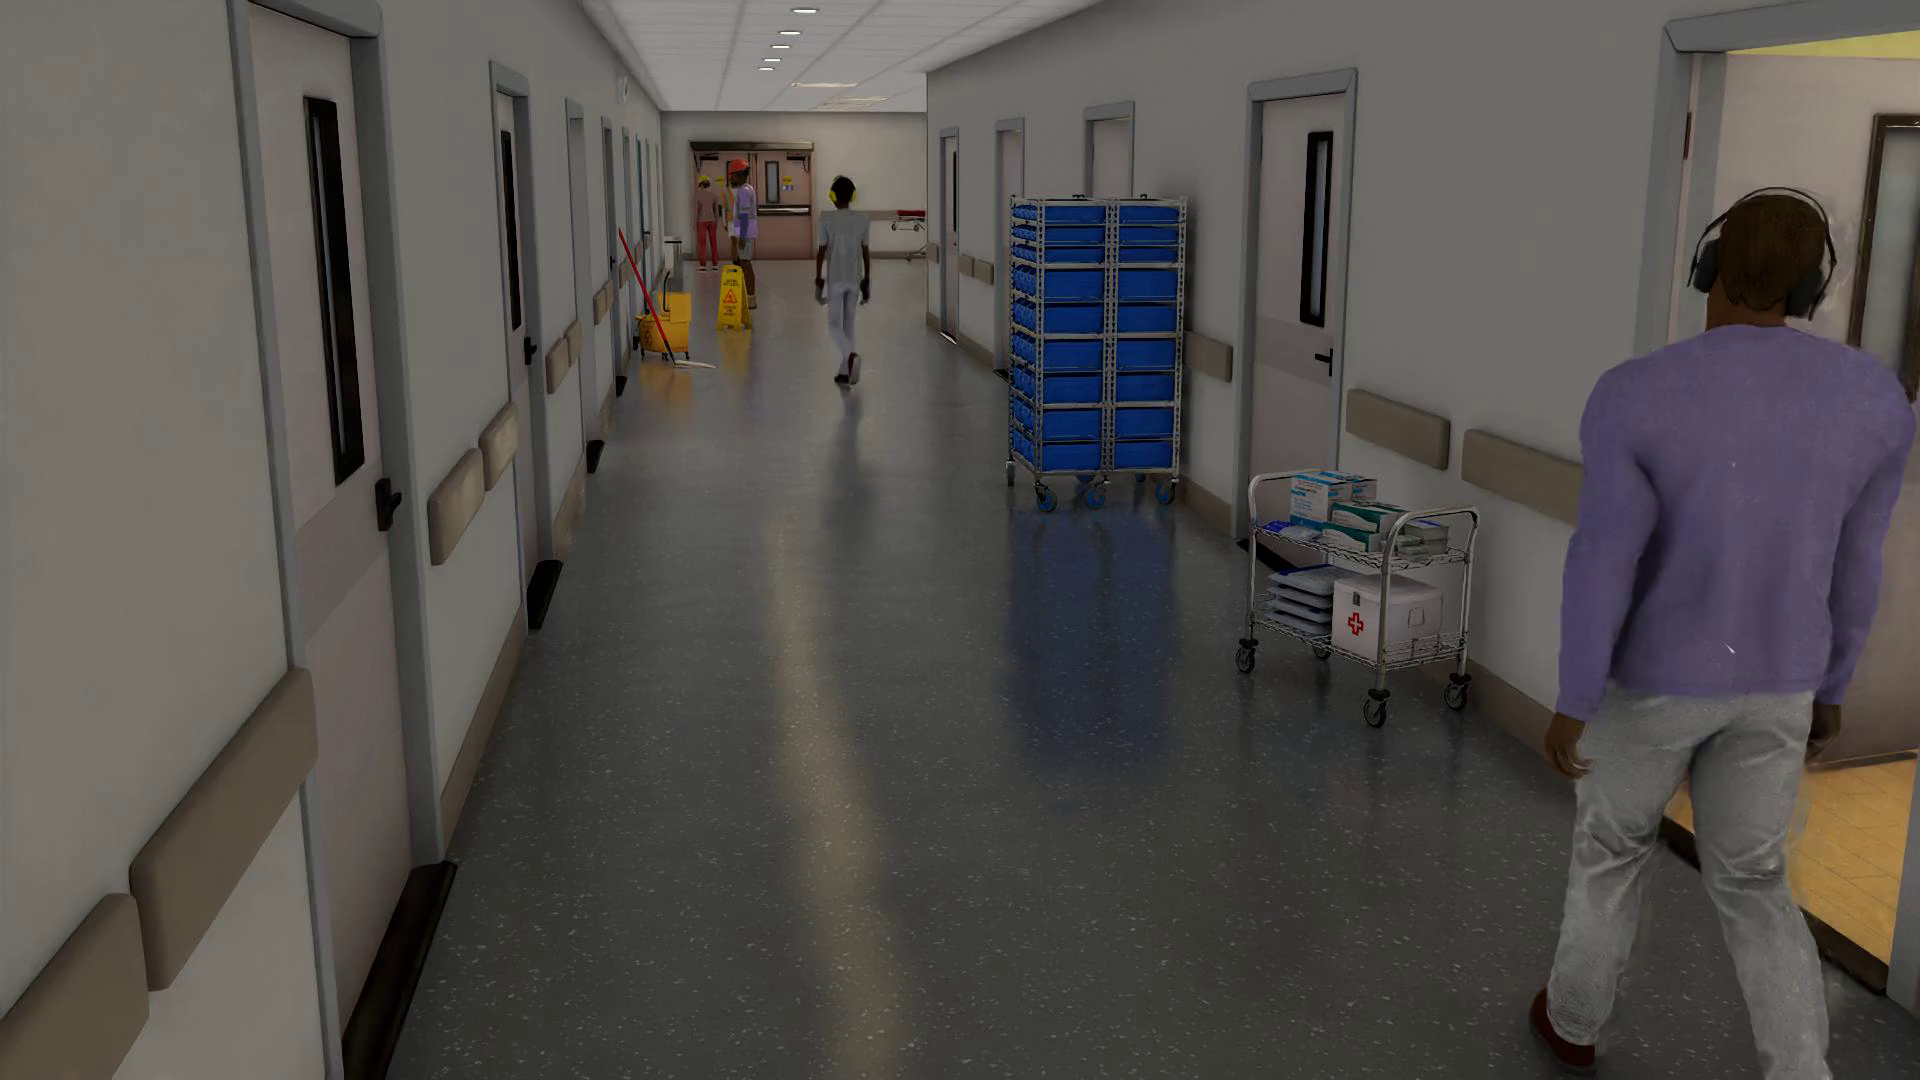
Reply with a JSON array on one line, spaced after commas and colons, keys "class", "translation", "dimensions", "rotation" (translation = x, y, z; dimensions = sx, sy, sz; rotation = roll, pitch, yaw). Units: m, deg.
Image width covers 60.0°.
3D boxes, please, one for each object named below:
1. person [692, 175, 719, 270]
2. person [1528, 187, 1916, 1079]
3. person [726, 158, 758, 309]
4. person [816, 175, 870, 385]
[{"class": "person", "translation": [-4.748, -5.917, 31.046], "dimensions": [0.522, 1.769, 0.311], "rotation": [-8, 15, -32]}, {"class": "person", "translation": [1.469, 0.291, 3.191], "dimensions": [0.640, 1.907, 0.895], "rotation": [0, 13, -1]}, {"class": "person", "translation": [-2.959, -4.159, 22.658], "dimensions": [0.410, 2.028, 0.618], "rotation": [-1, 13, -4]}, {"class": "person", "translation": [-1.002, -2.260, 14.607], "dimensions": [0.505, 1.856, 0.709], "rotation": [-6, 14, -23]}]
